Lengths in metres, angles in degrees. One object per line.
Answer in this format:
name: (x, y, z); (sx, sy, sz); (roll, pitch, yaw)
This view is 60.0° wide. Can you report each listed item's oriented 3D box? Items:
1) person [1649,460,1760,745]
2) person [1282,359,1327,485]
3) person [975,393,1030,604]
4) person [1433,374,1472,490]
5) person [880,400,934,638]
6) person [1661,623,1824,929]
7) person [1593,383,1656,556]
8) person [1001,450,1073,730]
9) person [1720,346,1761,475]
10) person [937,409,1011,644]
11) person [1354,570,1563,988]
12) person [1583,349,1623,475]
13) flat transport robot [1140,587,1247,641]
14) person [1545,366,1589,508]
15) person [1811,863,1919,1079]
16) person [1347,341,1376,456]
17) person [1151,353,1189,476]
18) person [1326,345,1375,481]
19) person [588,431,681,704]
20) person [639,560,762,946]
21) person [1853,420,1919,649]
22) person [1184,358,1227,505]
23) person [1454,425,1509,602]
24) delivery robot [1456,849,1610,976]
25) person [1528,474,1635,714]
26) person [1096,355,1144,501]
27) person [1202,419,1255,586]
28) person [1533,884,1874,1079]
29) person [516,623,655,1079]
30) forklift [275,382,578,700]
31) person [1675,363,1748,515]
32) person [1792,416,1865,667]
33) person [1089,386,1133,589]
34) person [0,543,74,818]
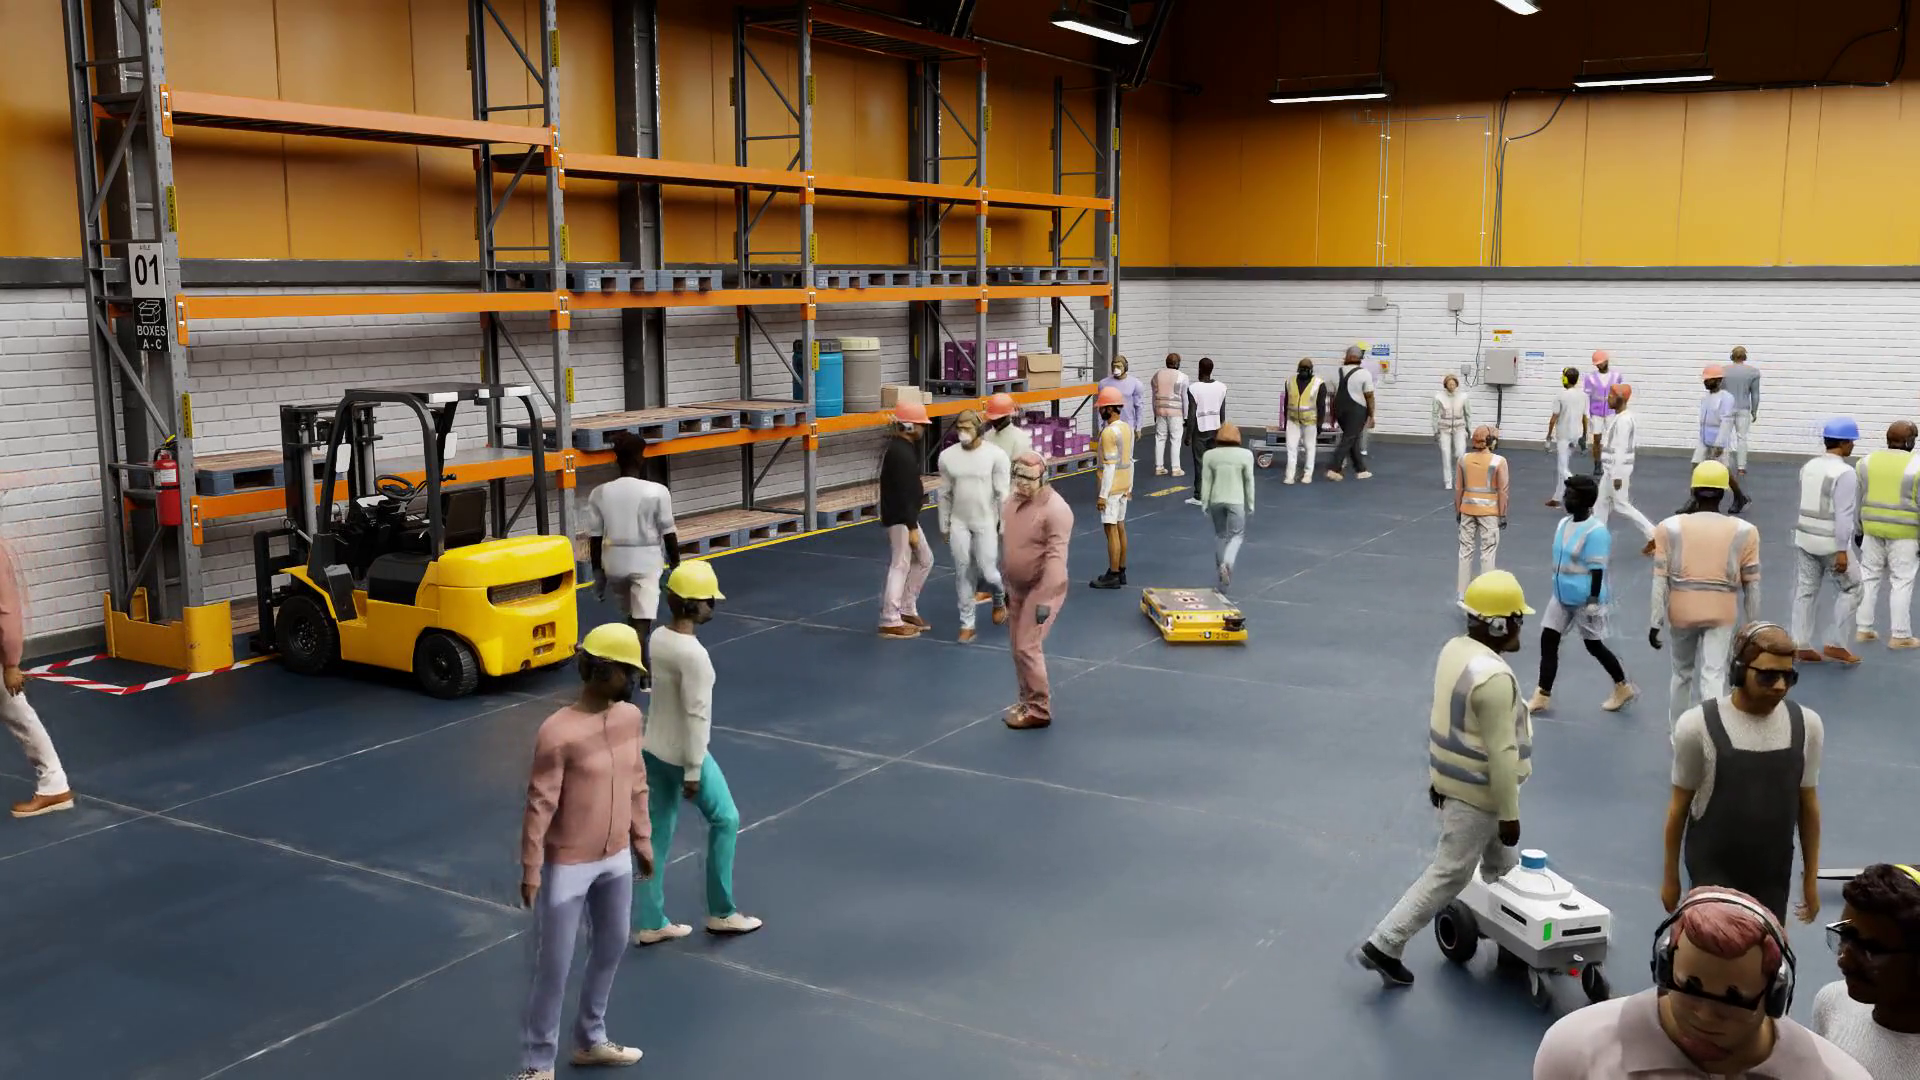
person: (4.542, 0.453, 10.161); (0.606, 1.884, 0.986); (4, 10, 22)
person: (4.868, -1.673, 23.657); (0.639, 1.801, 0.834); (5, 10, 28)
person: (0.471, -0.381, 15.140); (0.727, 1.952, 0.636); (-8, 12, -41)
person: (6.841, -1.502, 23.138); (0.535, 1.621, 0.376); (2, 9, 11)
person: (-0.398, -0.161, 13.676); (0.576, 1.970, 0.663); (-1, 9, -4)
person: (2.762, 1.158, 5.958); (0.514, 1.819, 0.769); (0, 9, 0)
person: (7.070, -0.740, 17.692); (0.860, 1.858, 0.584); (3, 10, 17)
person: (0.468, 0.334, 10.941); (0.439, 1.874, 0.651); (-5, 11, -30)
person: (11.579, -1.926, 24.837); (0.661, 1.939, 0.415); (4, 10, 24)
person: (0.135, -0.130, 13.650); (0.649, 1.922, 0.627); (4, 10, 21)
person: (2.108, 1.010, 6.966); (0.904, 1.797, 0.609); (0, 9, 1)
person: (9.541, -1.889, 24.723); (0.562, 1.890, 0.543); (2, 9, 13)
flat transport robot: (1.967, 0.615, 14.146); (0.652, 0.197, 1.431); (0, 9, -3)
person: (7.745, -1.279, 21.108); (0.573, 1.835, 0.828); (-3, 9, -16)
person: (1.851, 1.547, 3.360); (0.310, 1.868, 0.533); (-3, 10, -17)
person: (6.571, -2.359, 27.639); (0.606, 1.889, 0.857); (-3, 10, -21)
person: (3.150, -1.866, 24.793); (0.618, 1.836, 0.432); (6, 11, 33)
person: (5.672, -1.880, 24.213); (1.010, 2.000, 0.690); (-6, 11, -34)
person: (-2.294, 0.205, 11.583); (0.625, 1.931, 0.984); (3, 10, 18)
person: (-1.185, 0.951, 7.493); (0.673, 1.740, 0.524); (-7, 12, -39)
person: (7.530, -0.051, 13.421); (0.429, 1.839, 0.633); (-6, 11, -33)
person: (3.200, -1.412, 21.673); (0.594, 1.919, 0.388); (-5, 10, -28)
person: (4.742, -0.226, 15.150); (0.314, 1.636, 0.515); (-8, 12, -42)
delivery robot: (2.427, 1.561, 7.067); (0.477, 0.478, 0.707); (-2, 9, -15)
person: (4.250, 0.373, 11.325); (0.824, 1.662, 0.533); (-2, 9, -14)
person: (2.116, -1.485, 22.064); (0.635, 1.937, 0.354); (3, 10, 20)
person: (2.554, -0.348, 15.953); (0.508, 1.616, 0.608); (4, 10, 23)
person: (1.366, 1.567, 3.137); (0.637, 1.902, 0.406); (3, 10, 18)
person: (-1.402, 1.183, 6.099); (0.305, 1.727, 0.694); (6, 11, 34)
forklift: (-3.974, -0.067, 12.417); (2.313, 2.155, 1.214); (5, 11, 30)
person: (9.441, -1.249, 20.721); (0.912, 1.909, 0.553); (-3, 10, -17)
person: (6.688, 0.020, 12.682); (0.614, 1.927, 0.646); (-1, 9, -6)
person: (1.444, -0.499, 15.907); (0.352, 1.940, 0.545); (4, 10, 22)
person: (-5.353, 0.615, 8.939); (1.019, 1.938, 0.652); (-7, 11, -37)
